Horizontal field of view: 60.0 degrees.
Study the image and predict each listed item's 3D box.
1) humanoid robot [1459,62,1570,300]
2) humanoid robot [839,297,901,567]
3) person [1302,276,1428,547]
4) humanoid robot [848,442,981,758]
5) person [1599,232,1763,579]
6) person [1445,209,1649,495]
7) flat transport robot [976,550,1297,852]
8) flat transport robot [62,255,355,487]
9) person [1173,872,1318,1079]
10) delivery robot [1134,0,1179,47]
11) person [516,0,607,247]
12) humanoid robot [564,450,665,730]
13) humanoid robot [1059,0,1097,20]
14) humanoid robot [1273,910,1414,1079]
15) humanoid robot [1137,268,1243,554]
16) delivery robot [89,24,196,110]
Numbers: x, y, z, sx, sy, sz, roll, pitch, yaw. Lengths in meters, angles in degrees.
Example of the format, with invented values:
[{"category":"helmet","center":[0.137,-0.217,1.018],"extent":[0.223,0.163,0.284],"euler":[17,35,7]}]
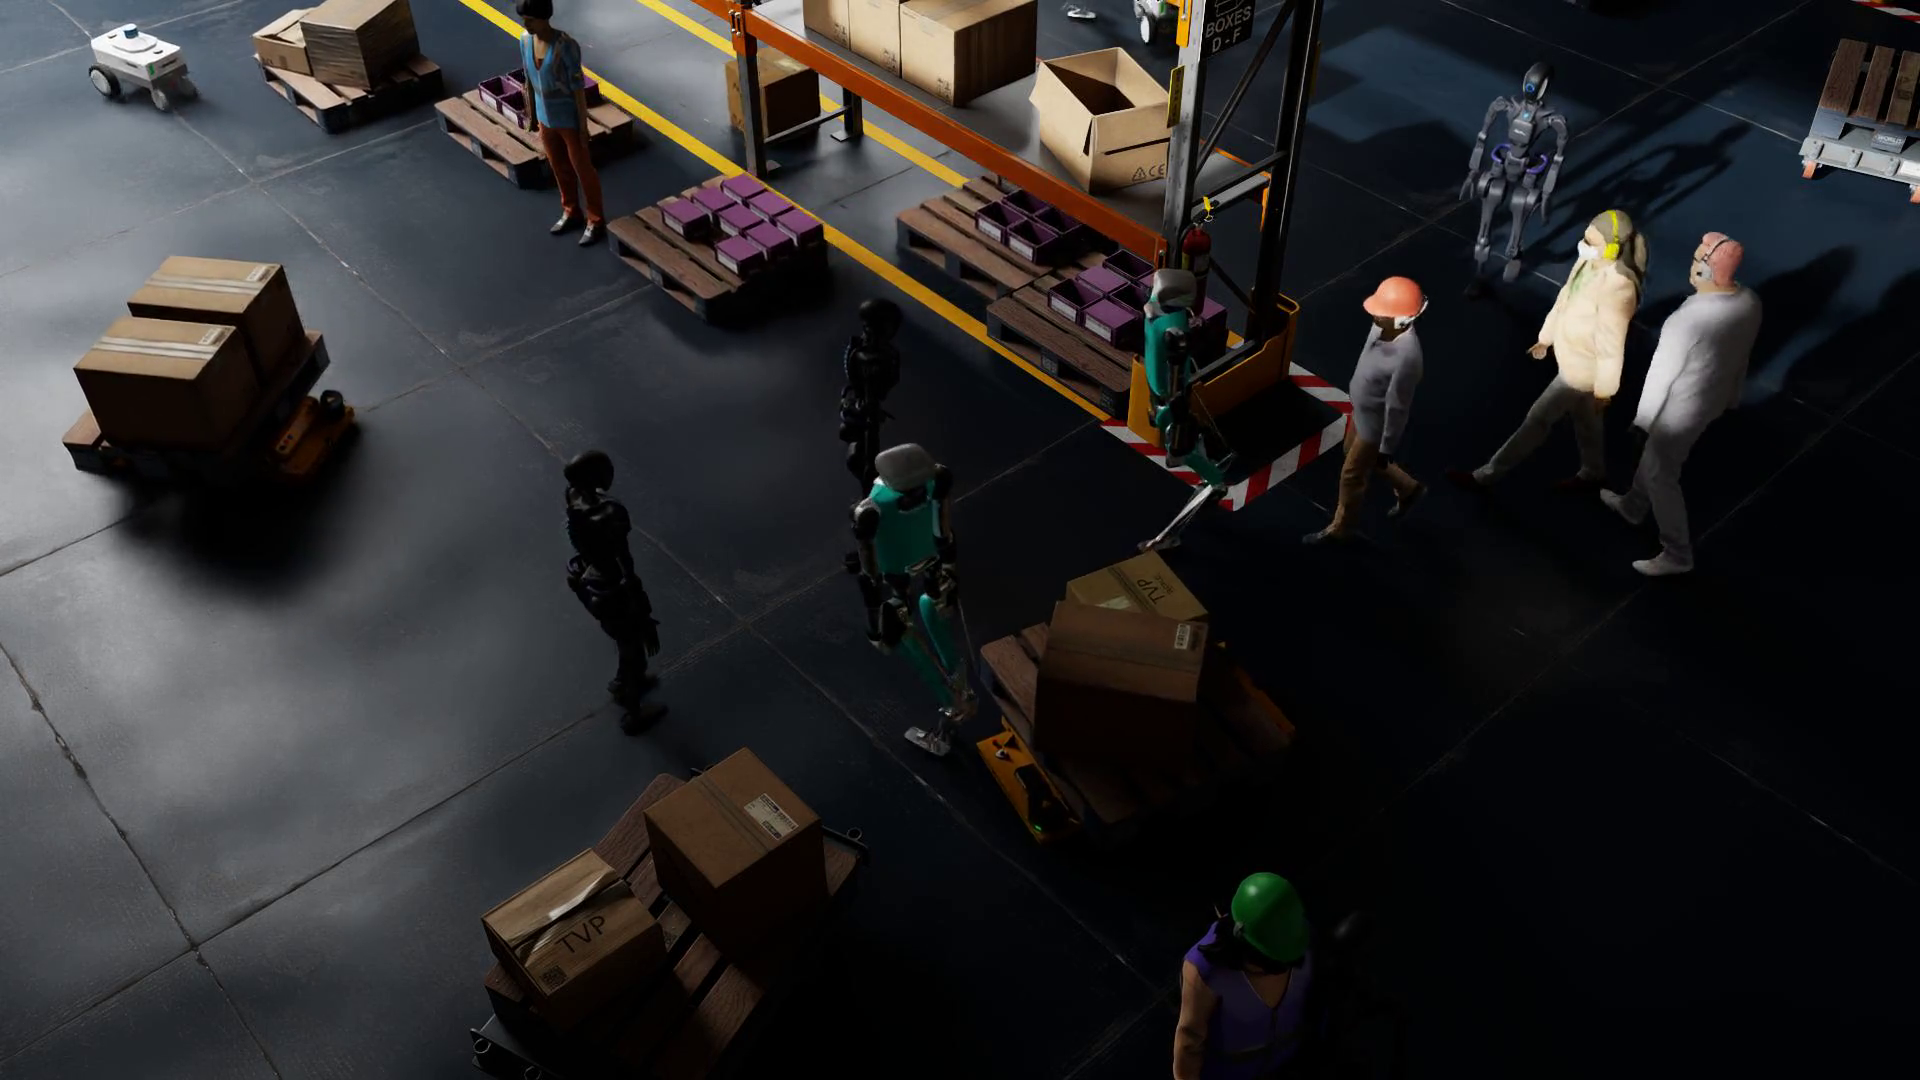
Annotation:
[{"category":"humanoid robot","center":[3.523,-2.300,10.558],"extent":[0.609,1.640,0.427],"euler":[24,48,24]},{"category":"humanoid robot","center":[-0.469,-0.573,8.685],"extent":[0.340,1.645,0.609],"euler":[-1,43,-1]},{"category":"person","center":[2.244,-0.658,8.728],"extent":[0.621,1.736,0.578],"euler":[1,43,1]},{"category":"humanoid robot","center":[-0.096,0.440,7.594],"extent":[0.533,1.864,0.732],"euler":[-31,51,-29]},{"category":"person","center":[3.835,-0.674,8.663],"extent":[0.660,1.865,0.733],"euler":[-26,49,-25]},{"category":"person","center":[3.252,-0.974,8.999],"extent":[0.978,1.823,0.589],"euler":[2,43,2]},{"category":"flat transport robot","center":[0.858,0.946,8.066],"extent":[1.431,0.231,0.659],"euler":[-19,46,-20]},{"category":"flat transport robot","center":[-4.401,-0.663,9.816],"extent":[1.431,0.231,0.659],"euler":[6,43,6]},{"category":"person","center":[0.975,1.799,5.911],"extent":[0.531,1.931,0.409],"euler":[-20,46,-20]},{"category":"delivery robot","center":[1.706,-4.432,13.719],"extent":[0.499,0.614,0.812],"euler":[-9,43,-10]},{"category":"person","center":[-2.661,-2.806,11.048],"extent":[0.503,1.758,0.329],"euler":[20,46,21]},{"category":"humanoid robot","center":[-1.606,0.241,7.787],"extent":[0.351,1.647,0.608],"euler":[-30,50,-28]},{"category":"humanoid robot","center":[1.102,-5.069,13.521],"extent":[0.673,1.796,0.559],"euler":[6,43,7]},{"category":"humanoid robot","center":[1.312,1.909,5.982],"extent":[0.613,1.638,0.342],"euler":[23,47,23]},{"category":"humanoid robot","center":[1.281,-0.607,8.734],"extent":[0.740,1.874,0.539],"euler":[-6,43,-7]},{"category":"delivery robot","center":[-6.372,-3.707,12.922],"extent":[0.794,0.603,0.499],"euler":[22,47,22]}]
